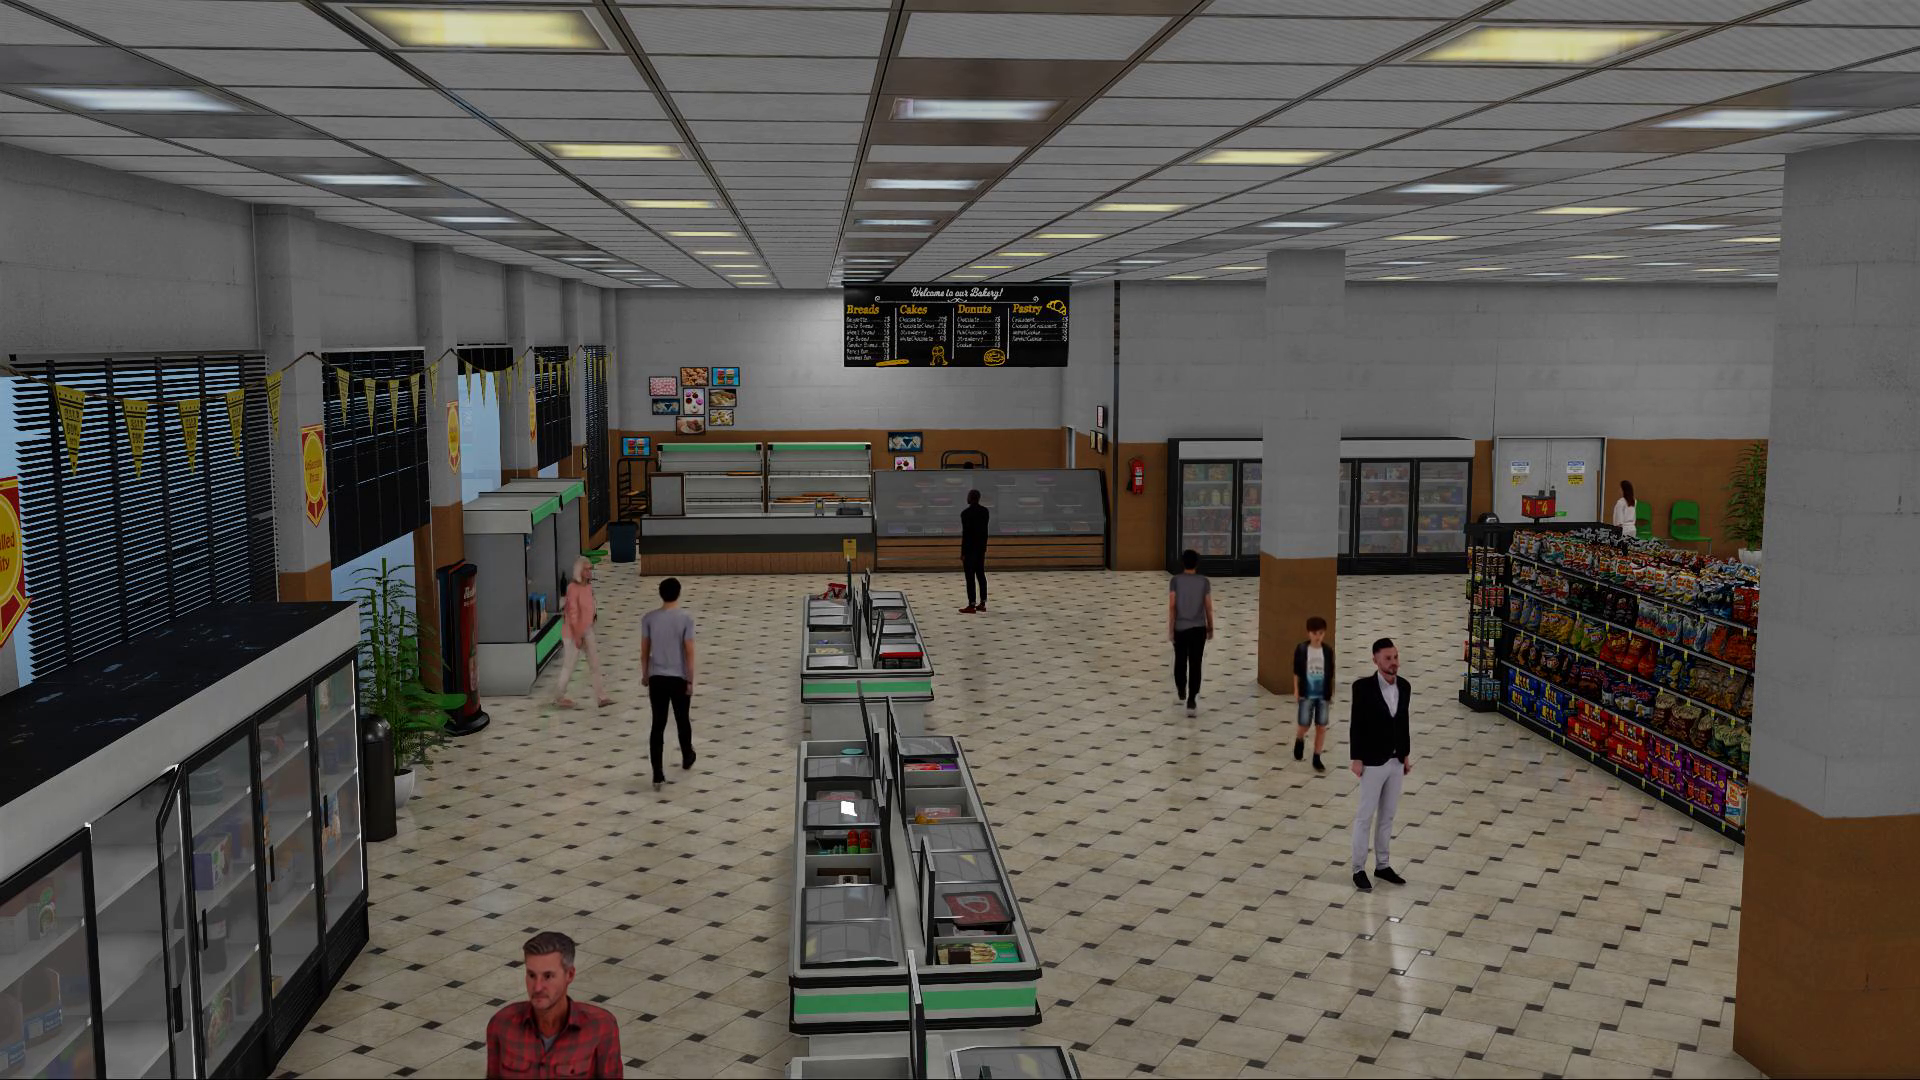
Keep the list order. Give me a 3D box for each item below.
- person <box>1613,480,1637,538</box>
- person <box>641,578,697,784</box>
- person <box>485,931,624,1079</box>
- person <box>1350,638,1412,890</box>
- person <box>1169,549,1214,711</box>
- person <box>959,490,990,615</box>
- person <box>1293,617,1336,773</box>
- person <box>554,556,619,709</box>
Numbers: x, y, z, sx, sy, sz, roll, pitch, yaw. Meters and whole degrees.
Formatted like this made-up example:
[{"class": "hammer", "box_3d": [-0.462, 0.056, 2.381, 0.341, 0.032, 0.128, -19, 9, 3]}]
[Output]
[{"class": "person", "box_3d": [11.008, -0.146, 27.518, 0.679, 1.689, 0.683, -4, 8, -33]}, {"class": "person", "box_3d": [-2.652, 1.314, 14.973, 0.787, 1.799, 1.204, 0, 7, 2]}, {"class": "person", "box_3d": [-1.529, 2.351, 6.258, 0.705, 1.831, 0.577, 0, 7, 1]}, {"class": "person", "box_3d": [3.094, 1.621, 12.251, 0.708, 1.844, 0.644, -2, 7, -19]}, {"class": "person", "box_3d": [2.480, 1.003, 17.932, 0.823, 1.707, 1.222, 1, 7, 8]}, {"class": "person", "box_3d": [0.209, 0.160, 24.442, 0.831, 1.818, 0.783, 6, 9, 42]}, {"class": "person", "box_3d": [3.303, 1.439, 15.562, 0.526, 1.409, 0.650, -1, 7, -6]}, {"class": "person", "box_3d": [-4.192, 1.013, 17.995, 0.937, 1.671, 1.038, 1, 7, 12]}]
